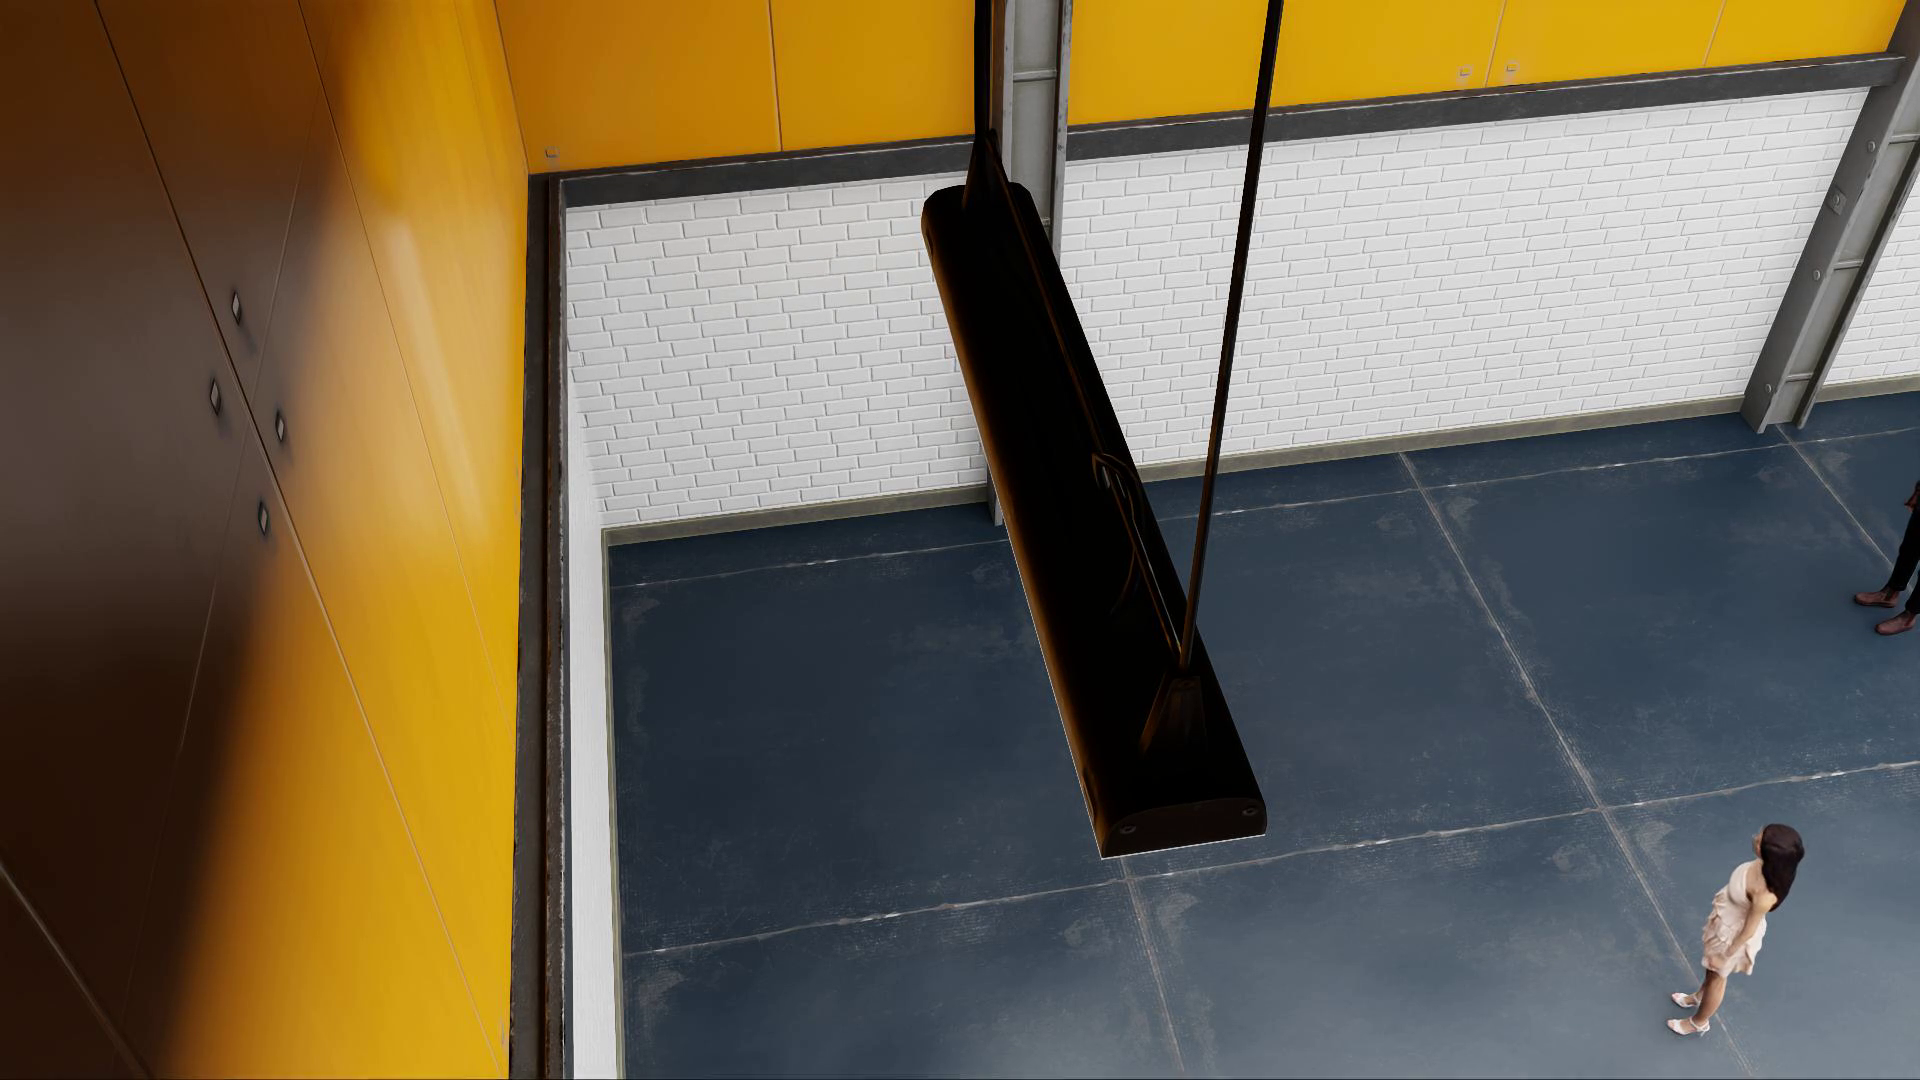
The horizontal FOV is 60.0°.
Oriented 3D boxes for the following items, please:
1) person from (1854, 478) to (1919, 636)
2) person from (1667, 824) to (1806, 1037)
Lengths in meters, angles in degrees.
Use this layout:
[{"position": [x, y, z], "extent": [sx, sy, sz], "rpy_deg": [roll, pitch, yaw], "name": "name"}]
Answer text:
[{"position": [6.374, -0.137, 10.792], "extent": [0.557, 1.836, 0.703], "rpy_deg": [-5, 44, -5], "name": "person"}, {"position": [4.012, 2.032, 8.586], "extent": [0.712, 1.737, 0.665], "rpy_deg": [22, 48, 21], "name": "person"}]
